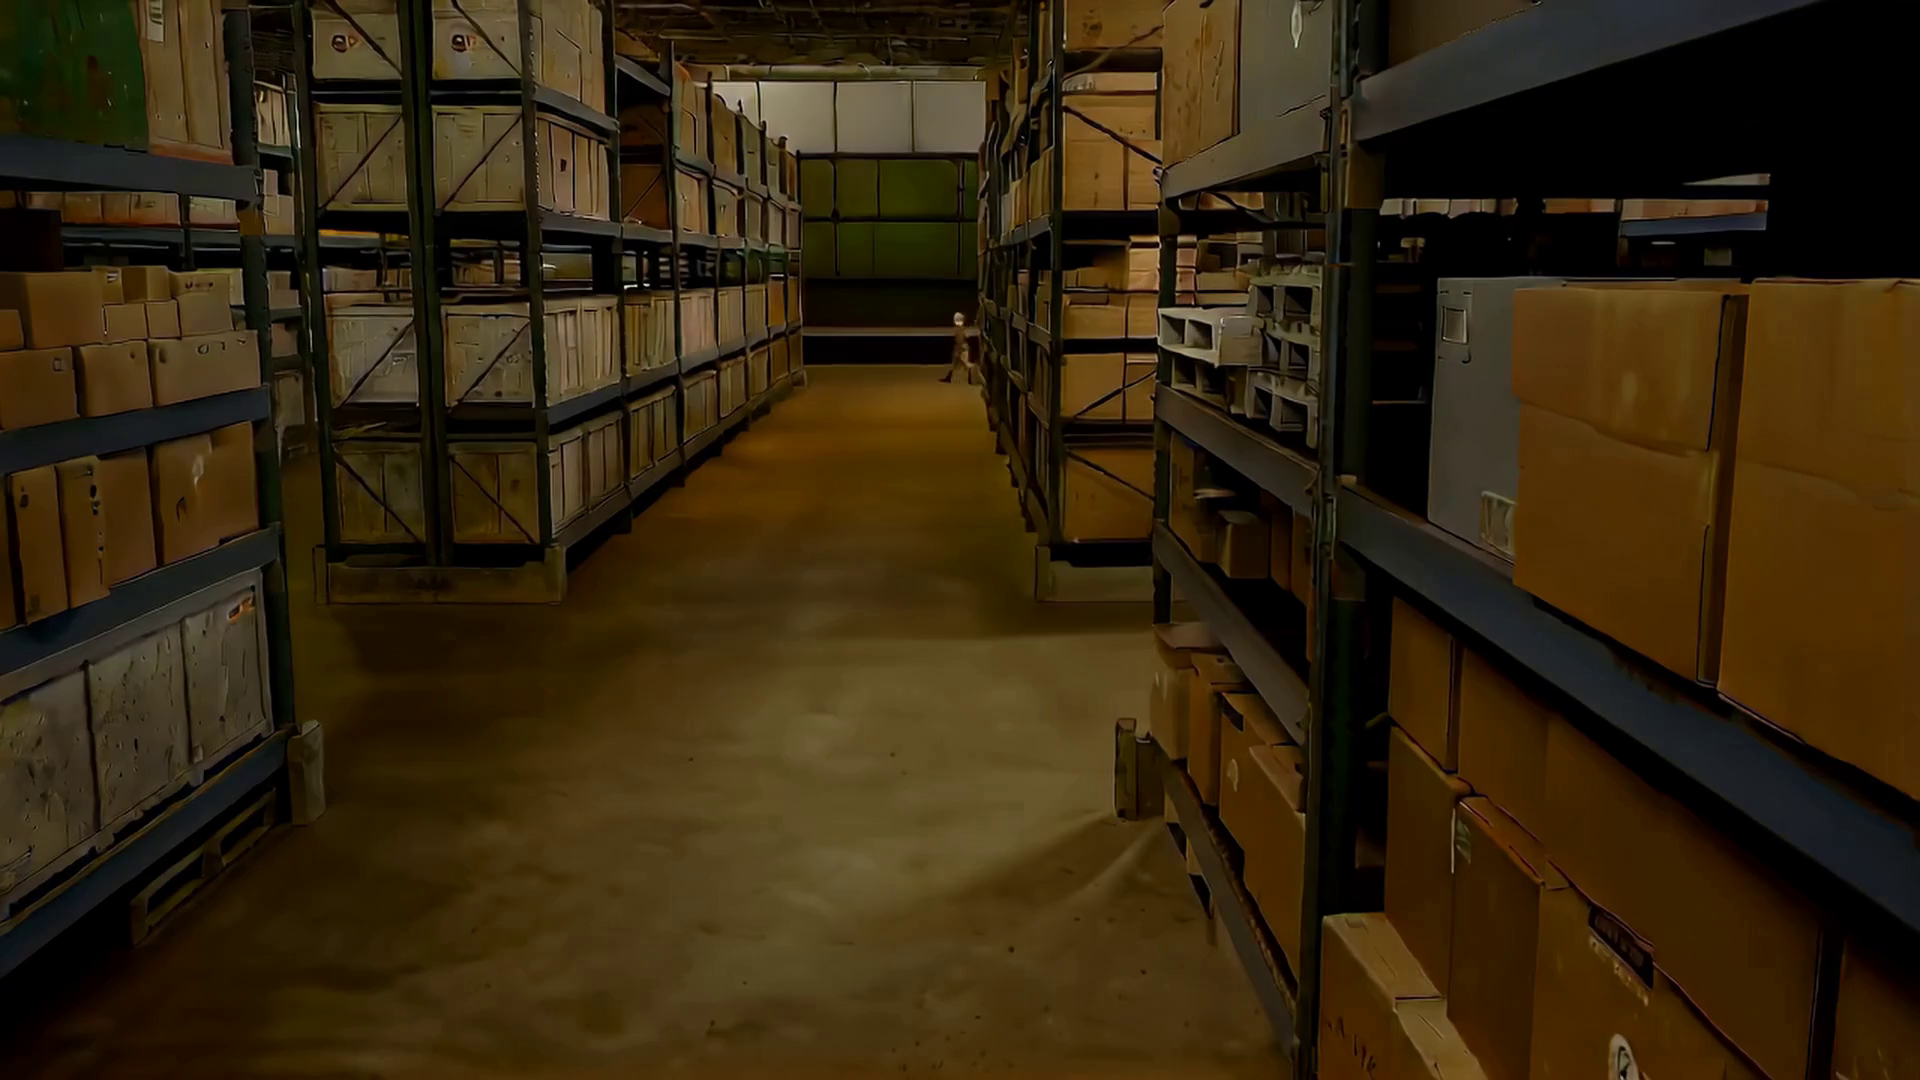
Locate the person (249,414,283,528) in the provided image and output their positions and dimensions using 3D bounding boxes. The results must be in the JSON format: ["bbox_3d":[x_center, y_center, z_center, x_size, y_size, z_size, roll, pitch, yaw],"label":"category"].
[{"bbox_3d":[-8.030,-0.931,19.126,0.490,1.717,0.735,-3,10,-16],"label":"person"}]

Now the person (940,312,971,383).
[{"bbox_3d":[-0.001,-5.085,44.110,1.012,1.889,0.550,0,9,-2],"label":"person"}]
